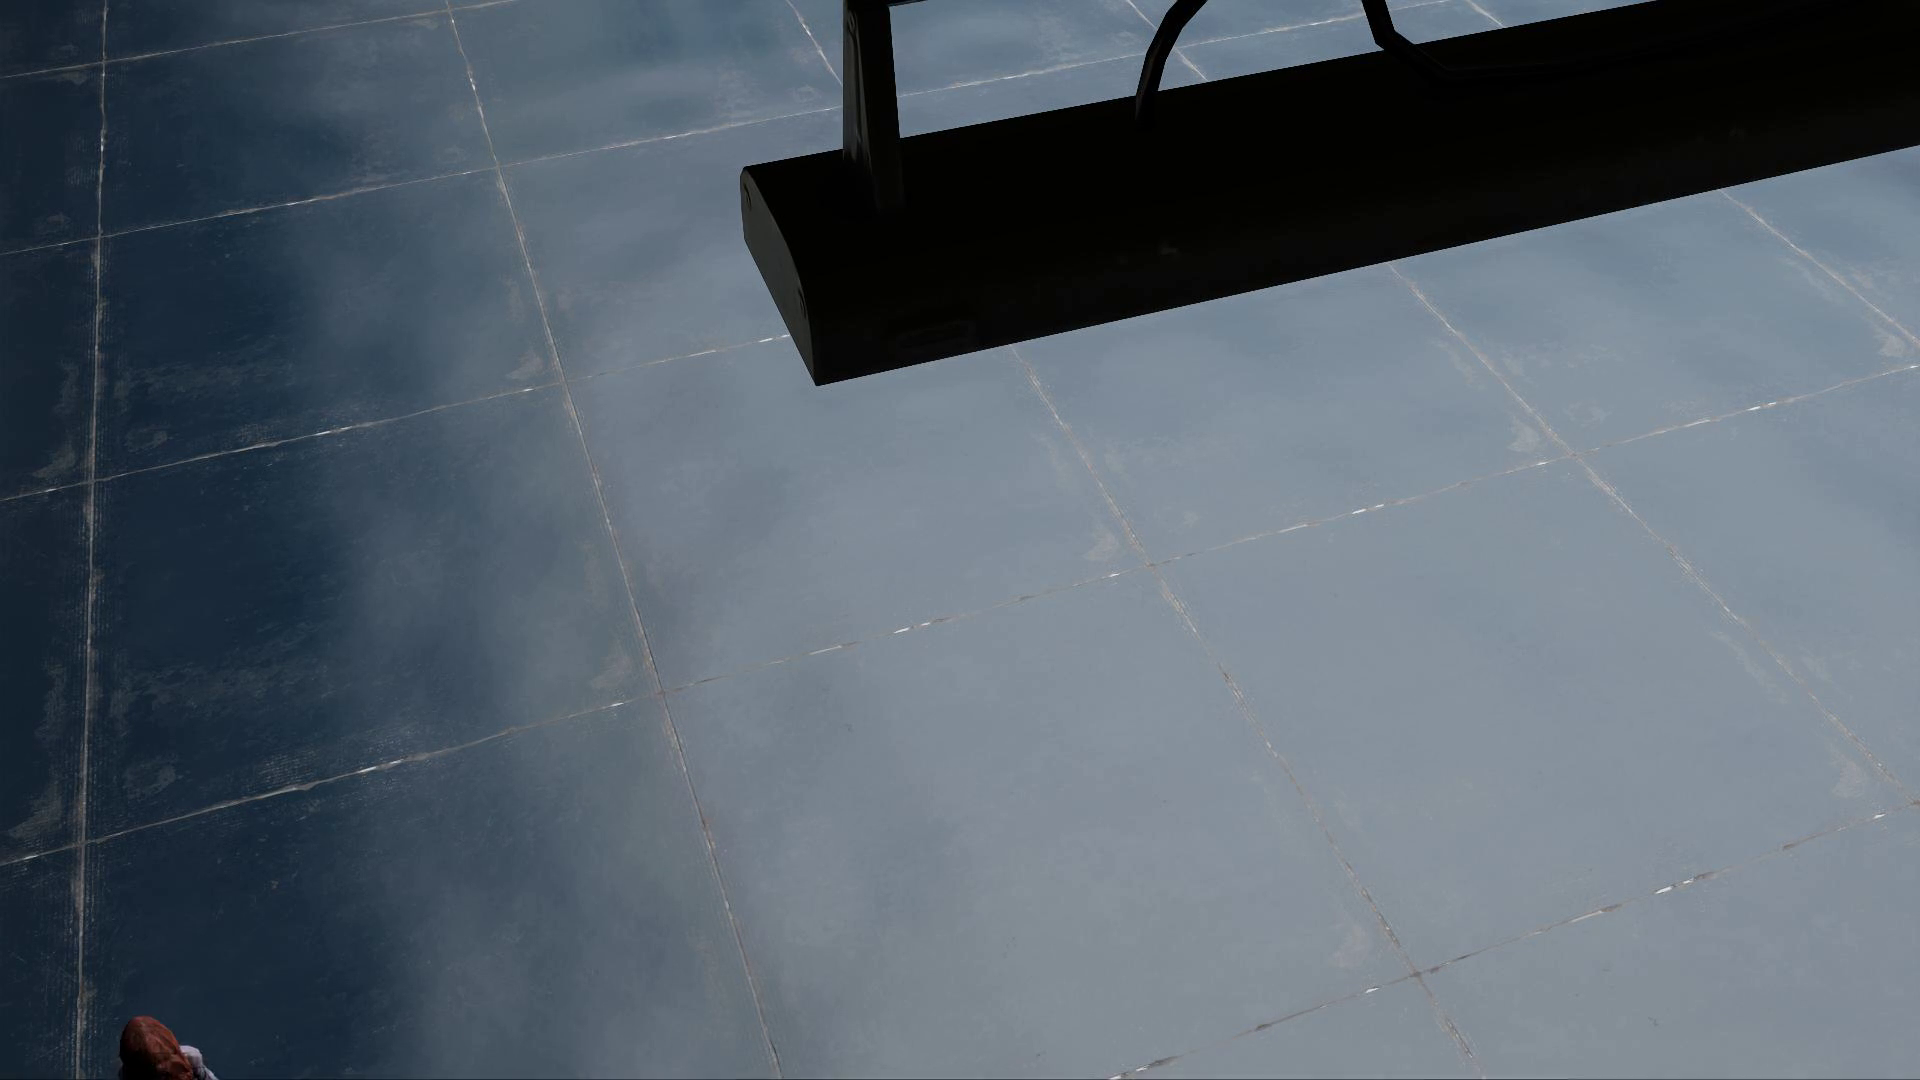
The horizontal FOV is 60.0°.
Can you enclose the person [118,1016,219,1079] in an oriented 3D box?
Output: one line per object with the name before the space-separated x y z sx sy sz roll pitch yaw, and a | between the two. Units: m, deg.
person | -3.213 2.337 6.845 0.496 1.097 0.698 -11 44 -11
